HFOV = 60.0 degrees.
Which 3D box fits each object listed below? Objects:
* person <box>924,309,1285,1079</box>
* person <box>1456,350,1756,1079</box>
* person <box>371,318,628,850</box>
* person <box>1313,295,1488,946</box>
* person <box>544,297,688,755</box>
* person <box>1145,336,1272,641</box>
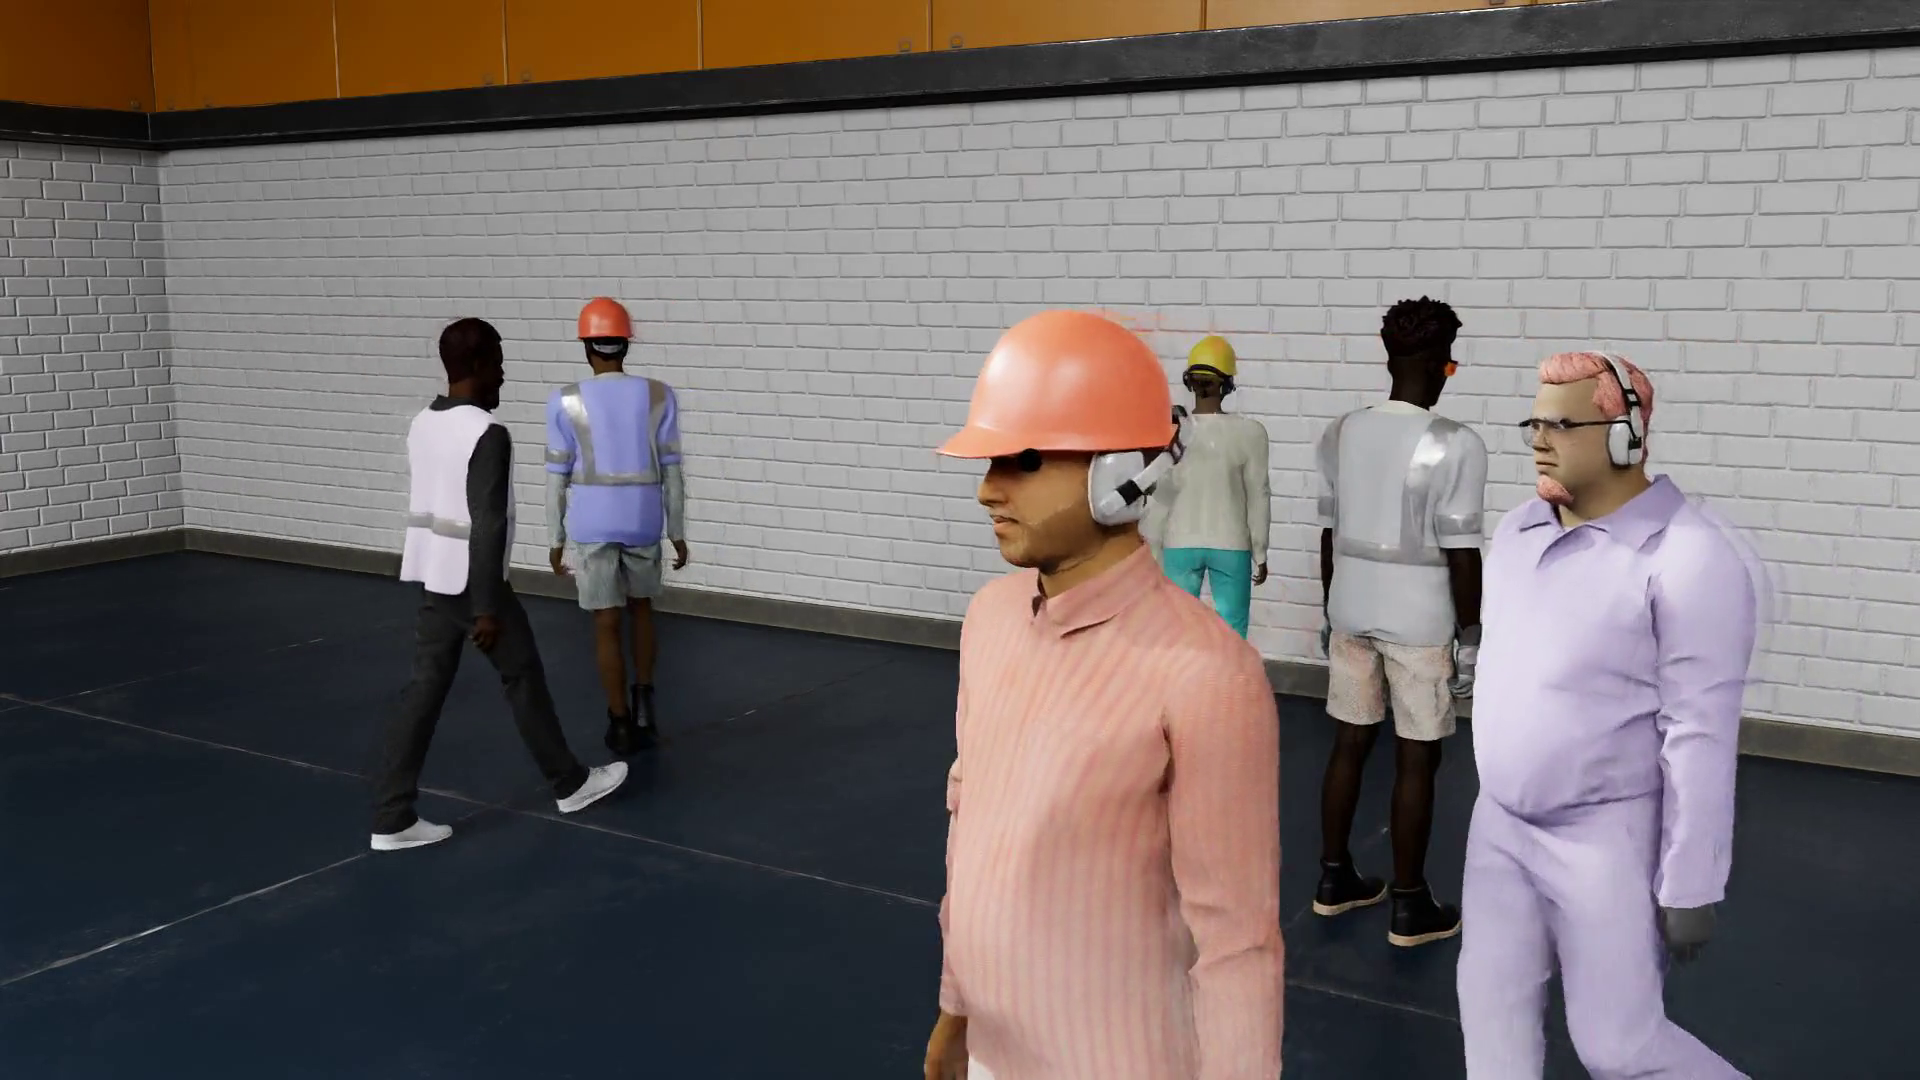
[{"bbox_3d":[0.201,0.682,2.254,0.534,1.977,0.621,-4,10,-25],"label":"person"},{"bbox_3d":[1.295,0.562,3.317,0.756,1.882,0.651,-3,10,-19],"label":"person"},{"bbox_3d":[-1.723,0.142,5.985,0.618,1.860,1.020,9,13,43],"label":"person"},{"bbox_3d":[1.340,0.242,5.073,0.375,1.958,0.606,-6,11,-35],"label":"person"},{"bbox_3d":[-1.462,-0.056,7.033,0.579,1.921,0.452,-4,10,-23],"label":"person"},{"bbox_3d":[1.027,0.043,6.907,0.523,1.769,0.315,3,10,18],"label":"person"}]
